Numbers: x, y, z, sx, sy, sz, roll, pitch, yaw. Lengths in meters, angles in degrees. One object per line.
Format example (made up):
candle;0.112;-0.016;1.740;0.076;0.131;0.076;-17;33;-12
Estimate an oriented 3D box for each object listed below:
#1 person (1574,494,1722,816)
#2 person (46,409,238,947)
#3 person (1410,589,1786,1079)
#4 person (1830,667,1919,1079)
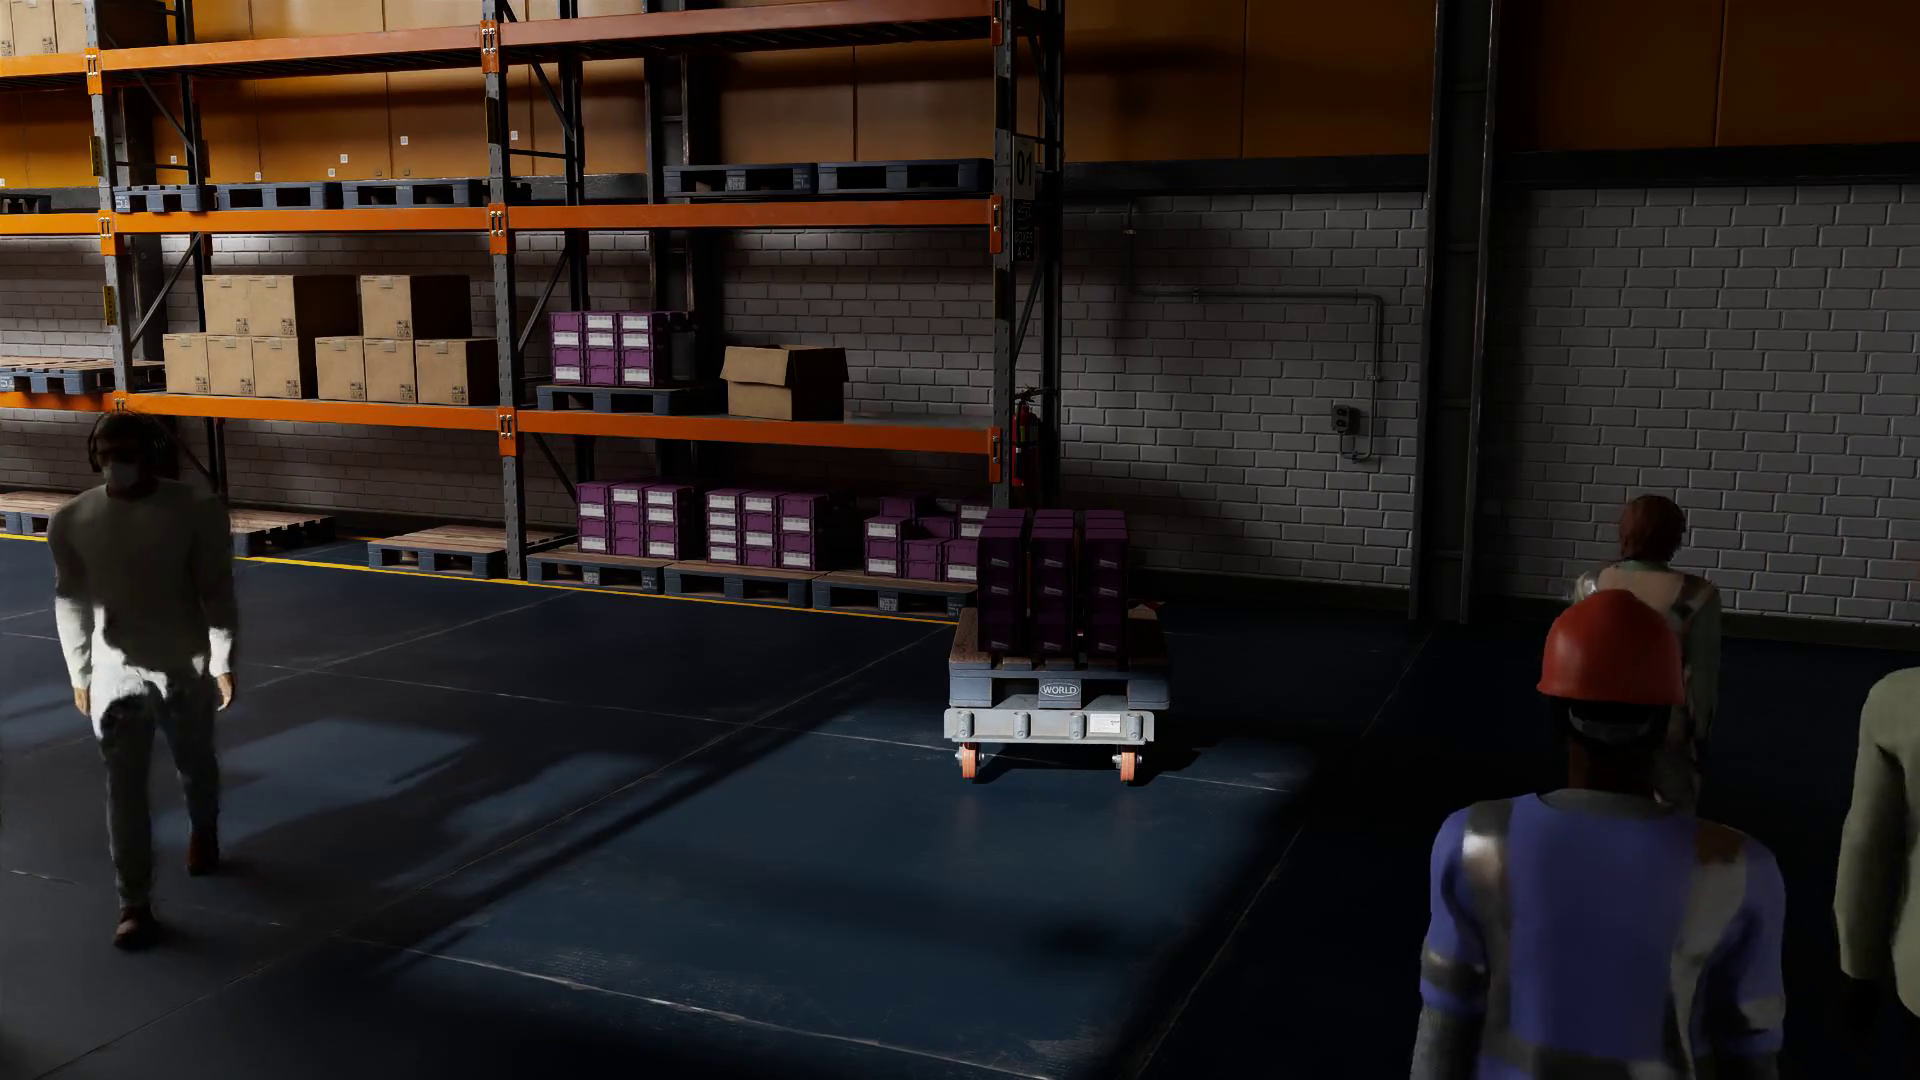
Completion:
person;2.407;0.645;5.870;0.539;1.612;0.627;8;12;39
person;-3.014;0.449;6.214;0.631;1.905;0.944;-3;10;-17
person;1.016;1.037;2.737;0.583;1.901;0.920;5;11;27
person;2.118;0.890;3.324;0.429;1.978;0.620;-7;12;-36
